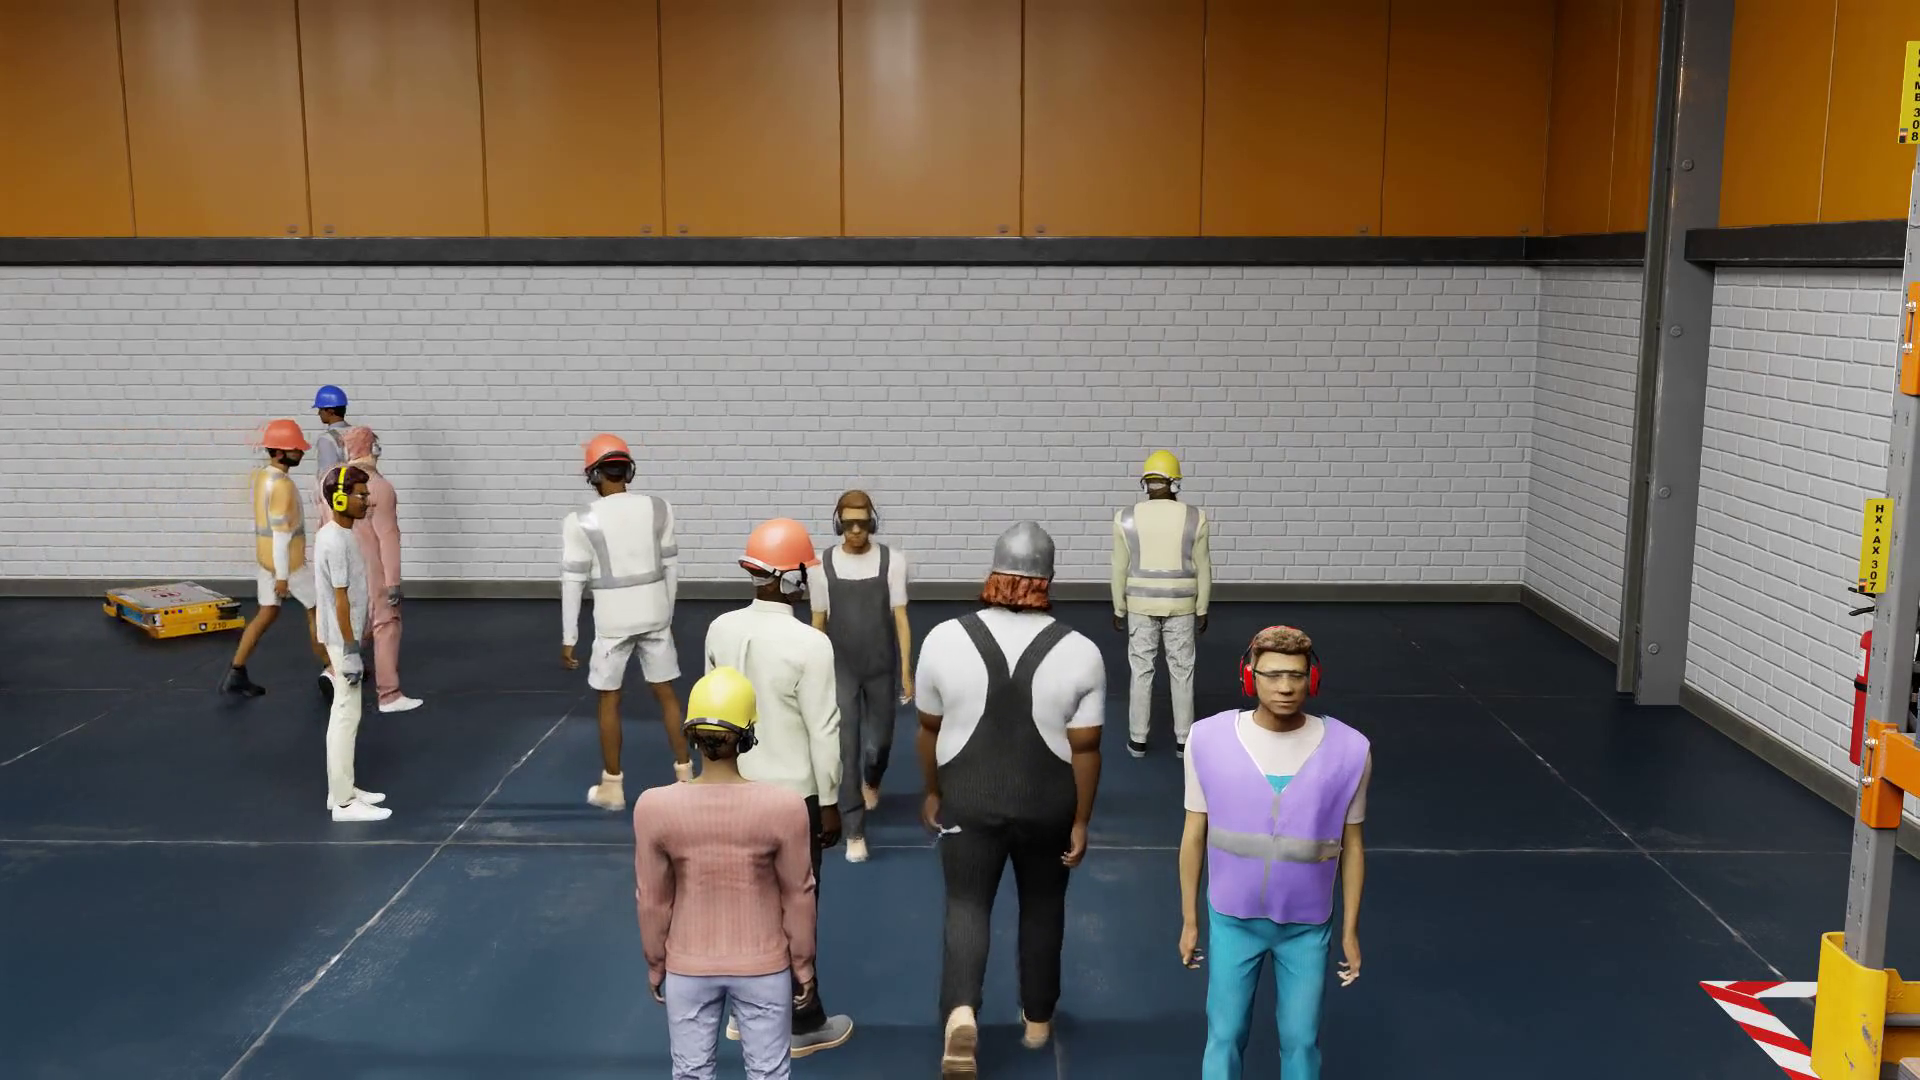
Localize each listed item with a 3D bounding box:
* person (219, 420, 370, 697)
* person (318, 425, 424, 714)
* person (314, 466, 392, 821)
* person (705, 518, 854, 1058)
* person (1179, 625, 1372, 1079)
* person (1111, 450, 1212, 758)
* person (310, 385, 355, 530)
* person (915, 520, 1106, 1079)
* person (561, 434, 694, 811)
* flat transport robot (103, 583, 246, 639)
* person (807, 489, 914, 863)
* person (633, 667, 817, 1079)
[{"bbox_3d":[-4.566,0.123,11.212,0.968,1.888,0.554,-8,12,-40],"label":"person"},{"bbox_3d":[-3.849,0.206,10.702,0.675,1.883,0.522,6,11,33],"label":"person"},{"bbox_3d":[-3.220,0.542,8.756,0.310,1.864,0.534,-4,10,-24],"label":"person"},{"bbox_3d":[-0.672,0.907,6.178,0.614,1.993,0.395,7,12,36],"label":"person"},{"bbox_3d":[0.954,1.158,5.104,0.566,1.849,0.387,1,10,8],"label":"person"},{"bbox_3d":[1.187,0.384,9.820,0.586,1.824,0.404,1,10,8],"label":"person"},{"bbox_3d":[-4.979,-0.272,13.383,0.394,1.945,0.613,1,10,6],"label":"person"},{"bbox_3d":[0.180,0.921,5.957,0.690,2.000,0.824,1,10,5],"label":"person"},{"bbox_3d":[-1.755,0.449,8.863,0.750,2.014,0.592,-5,11,-29],"label":"person"},{"bbox_3d":[-6.384,0.549,13.475,0.652,0.197,1.431,-9,13,-42],"label":"flat transport robot"},{"bbox_3d":[-0.503,0.628,8.391,0.522,1.824,0.833,-1,10,-6],"label":"person"},{"bbox_3d":[-0.676,1.240,4.866,0.524,1.769,0.309,0,9,1],"label":"person"}]
